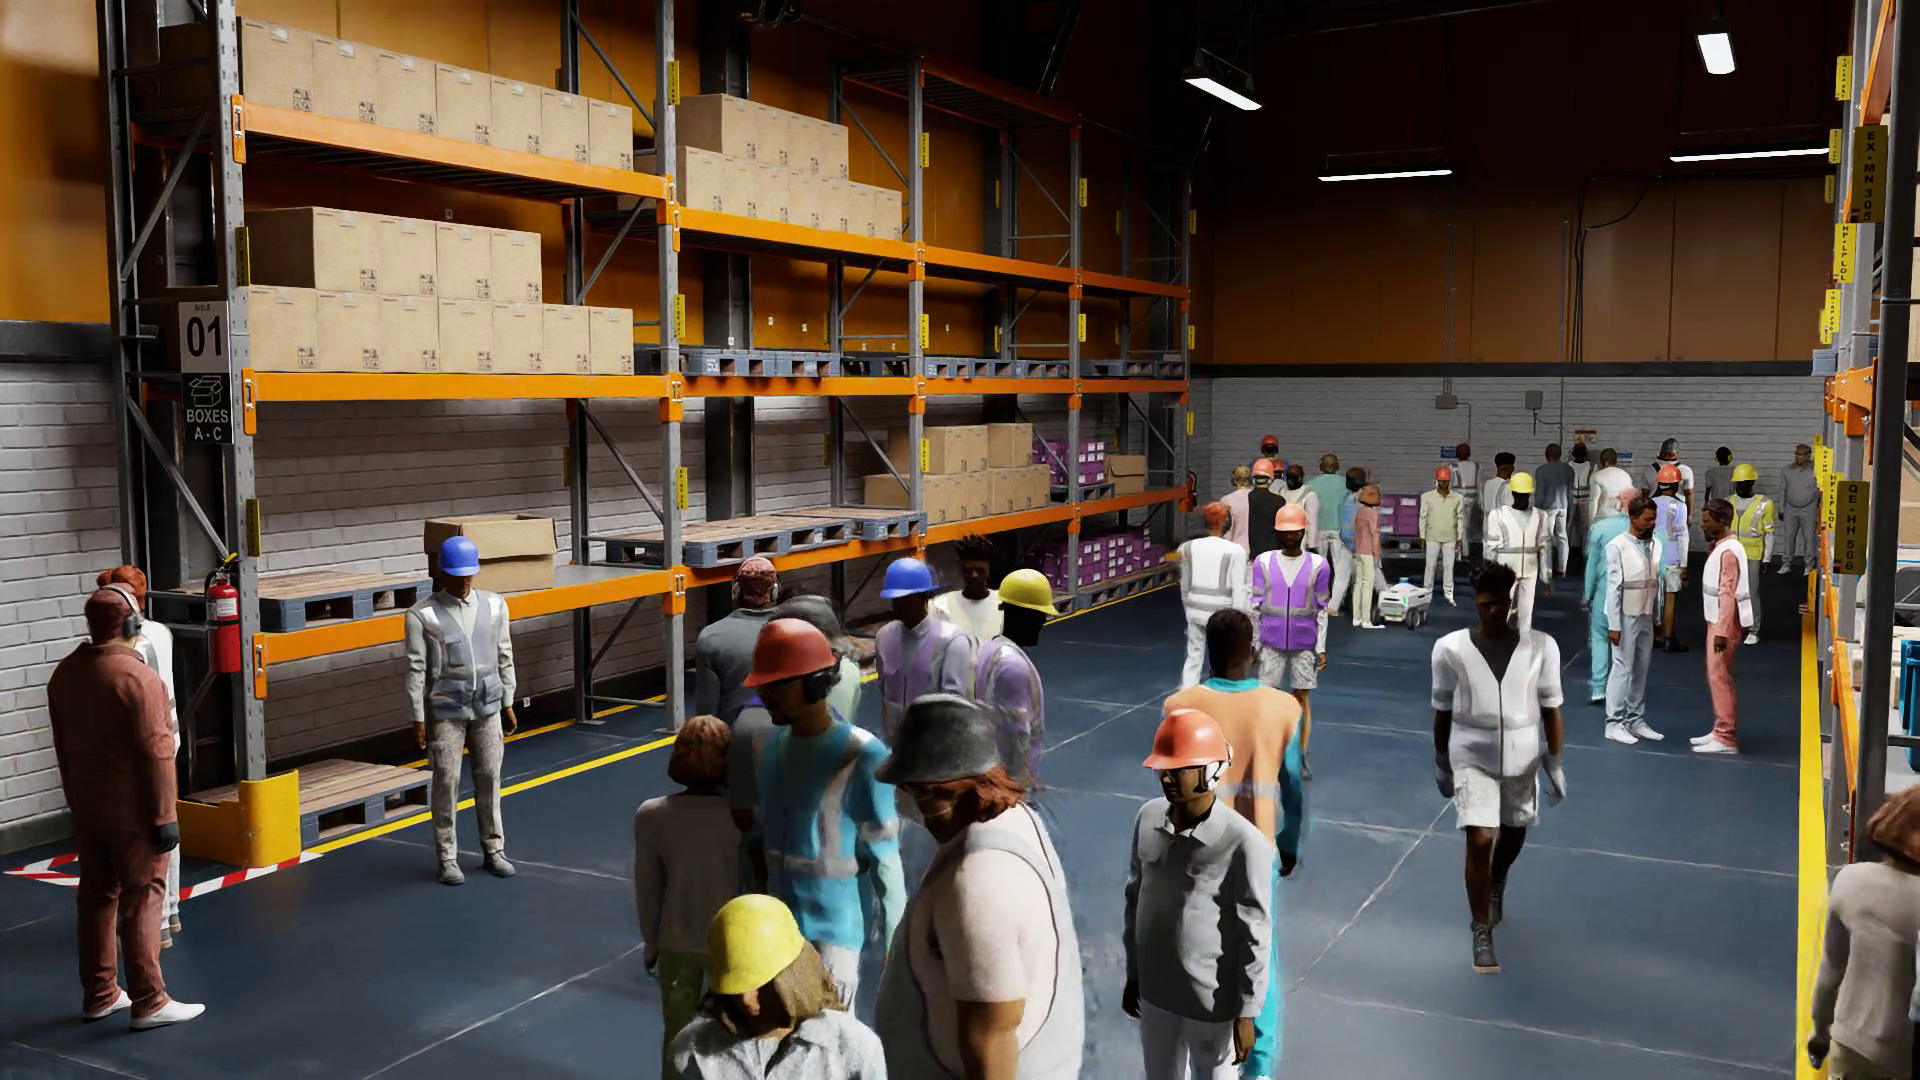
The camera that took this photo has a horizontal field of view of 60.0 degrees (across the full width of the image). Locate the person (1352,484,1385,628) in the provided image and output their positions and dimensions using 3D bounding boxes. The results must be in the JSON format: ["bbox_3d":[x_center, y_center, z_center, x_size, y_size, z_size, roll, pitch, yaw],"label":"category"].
[{"bbox_3d":[4.633,0.182,18.876,0.284,1.633,0.501,-1,5,-11],"label":"person"}]

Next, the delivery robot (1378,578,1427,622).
[{"bbox_3d":[5.027,0.671,18.860,0.477,0.478,0.707,4,6,36],"label":"delivery robot"}]

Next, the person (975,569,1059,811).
[{"bbox_3d":[0.250,1.087,7.634,0.392,1.917,0.589,-1,5,-7],"label":"person"}]

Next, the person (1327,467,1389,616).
[{"bbox_3d":[4.728,0.032,19.687,0.958,1.805,0.647,-1,5,-7],"label":"person"}]

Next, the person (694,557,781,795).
[{"bbox_3d":[-1.001,1.034,8.262,0.651,1.907,0.409,-2,6,-19],"label":"person"}]

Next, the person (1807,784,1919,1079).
[{"bbox_3d":[2.700,1.500,4.773,0.356,1.614,0.587,-1,6,-15],"label":"person"}]

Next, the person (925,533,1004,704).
[{"bbox_3d":[0.069,0.904,9.618,0.621,1.923,1.003,0,5,-2],"label":"person"}]

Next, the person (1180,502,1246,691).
[{"bbox_3d":[2.021,0.620,13.090,0.609,1.828,0.987,4,6,33],"label":"person"}]

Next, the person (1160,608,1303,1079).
[{"bbox_3d":[1.095,1.204,6.689,0.612,1.869,1.021,0,5,-5],"label":"person"}]

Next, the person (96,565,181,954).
[{"bbox_3d":[-4.015,1.056,8.129,0.355,1.887,0.574,-1,5,-12],"label":"person"}]

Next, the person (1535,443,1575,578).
[{"bbox_3d":[8.465,-0.419,23.729,0.635,1.937,0.352,-2,6,-17],"label":"person"}]

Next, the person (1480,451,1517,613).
[{"bbox_3d":[6.539,-0.094,20.139,0.373,1.957,0.606,-2,6,-17],"label":"person"}]

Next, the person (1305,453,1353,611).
[{"bbox_3d":[4.485,-0.092,20.221,0.634,1.936,0.350,0,5,2],"label":"person"}]

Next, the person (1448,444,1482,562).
[{"bbox_3d":[7.860,-0.592,26.165,0.593,1.830,0.974,-1,5,-13],"label":"person"}]

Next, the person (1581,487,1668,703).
[{"bbox_3d":[5.676,0.486,14.258,0.694,1.887,0.540,0,5,1],"label":"person"}]

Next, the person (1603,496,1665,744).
[{"bbox_3d":[5.193,0.610,12.848,0.598,1.908,0.410,-3,6,-33],"label":"person"}]

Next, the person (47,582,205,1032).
[{"bbox_3d":[-3.576,1.136,7.140,0.643,1.913,0.408,3,6,26],"label":"person"}]

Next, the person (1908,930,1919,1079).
[{"bbox_3d":[2.791,1.502,4.396,0.542,1.676,0.529,1,5,12],"label":"person"}]

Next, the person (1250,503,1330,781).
[{"bbox_3d":[2.288,0.710,11.573,0.542,1.939,0.363,1,5,14],"label":"person"}]

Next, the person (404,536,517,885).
[{"bbox_3d":[-2.756,0.936,9.211,0.619,1.932,0.420,-4,7,-39],"label":"person"}]

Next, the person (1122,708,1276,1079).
[{"bbox_3d":[0.711,1.393,5.209,0.327,1.752,0.563,-5,7,-41],"label":"person"}]

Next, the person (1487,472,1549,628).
[{"bbox_3d":[5.357,0.309,15.966,0.591,1.924,0.380,0,5,-2],"label":"person"}]

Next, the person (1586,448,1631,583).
[{"bbox_3d":[8.584,-0.253,22.025,0.634,1.930,0.374,-2,6,-21],"label":"person"}]

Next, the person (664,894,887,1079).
[{"bbox_3d":[-0.385,1.572,3.752,0.538,1.670,0.968,-1,5,-8],"label":"person"}]

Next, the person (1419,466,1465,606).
[{"bbox_3d":[5.997,-0.046,20.703,0.563,1.752,0.326,0,5,4],"label":"person"}]

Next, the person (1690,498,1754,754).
[{"bbox_3d":[5.737,0.644,12.473,0.388,1.909,0.605,2,6,20],"label":"person"}]

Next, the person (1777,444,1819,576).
[{"bbox_3d":[12.154,-0.429,24.033,0.642,1.905,0.399,5,7,43],"label":"person"}]

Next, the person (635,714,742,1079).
[{"bbox_3d":[-0.859,1.408,5.690,0.504,1.632,0.273,1,5,12],"label":"person"}]

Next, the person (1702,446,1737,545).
[{"bbox_3d":[11.092,-0.428,24.225,0.515,1.866,0.333,2,6,18],"label":"person"}]

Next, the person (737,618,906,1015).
[{"bbox_3d":[-0.558,1.263,5.279,0.624,2.003,0.910,5,7,42],"label":"person"}]

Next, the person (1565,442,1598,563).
[{"bbox_3d":[9.589,-0.578,25.802,0.574,1.876,0.355,2,6,20],"label":"person"}]

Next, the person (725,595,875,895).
[{"bbox_3d":[-0.521,1.197,5.798,0.535,2.000,0.686,1,5,12],"label":"person"}]

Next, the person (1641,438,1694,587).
[{"bbox_3d":[9.692,-0.377,22.738,0.673,2.000,0.535,4,7,38],"label":"person"}]

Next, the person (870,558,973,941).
[{"bbox_3d":[-0.234,1.042,8.207,0.622,1.899,0.972,3,6,33],"label":"person"}]

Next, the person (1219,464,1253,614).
[{"bbox_3d":[2.954,0.175,17.348,0.629,1.937,0.376,-3,6,-26],"label":"person"}]

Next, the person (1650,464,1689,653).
[{"bbox_3d":[7.284,0.191,17.144,0.347,1.942,0.549,-3,6,-26],"label":"person"}]

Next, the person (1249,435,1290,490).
[{"bbox_3d":[4.480,-0.507,24.118,0.615,2.040,0.391,1,5,7],"label":"person"}]

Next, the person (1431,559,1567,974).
[{"bbox_3d":[2.604,1.037,8.112,0.610,1.937,0.931,1,5,9],"label":"person"}]

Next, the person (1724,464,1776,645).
[{"bbox_3d":[8.317,0.152,17.647,0.385,1.925,0.592,-4,6,-35],"label":"person"}]

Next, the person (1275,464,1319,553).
[{"bbox_3d":[3.964,0.002,19.843,0.748,1.820,0.641,-4,6,-35],"label":"person"}]

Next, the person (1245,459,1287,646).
[{"bbox_3d":[3.139,0.153,17.279,0.615,1.993,0.387,4,6,35],"label":"person"}]

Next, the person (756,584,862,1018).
[{"bbox_3d":[-0.709,1.137,7.187,0.633,1.895,0.625,4,7,37],"label":"person"}]
